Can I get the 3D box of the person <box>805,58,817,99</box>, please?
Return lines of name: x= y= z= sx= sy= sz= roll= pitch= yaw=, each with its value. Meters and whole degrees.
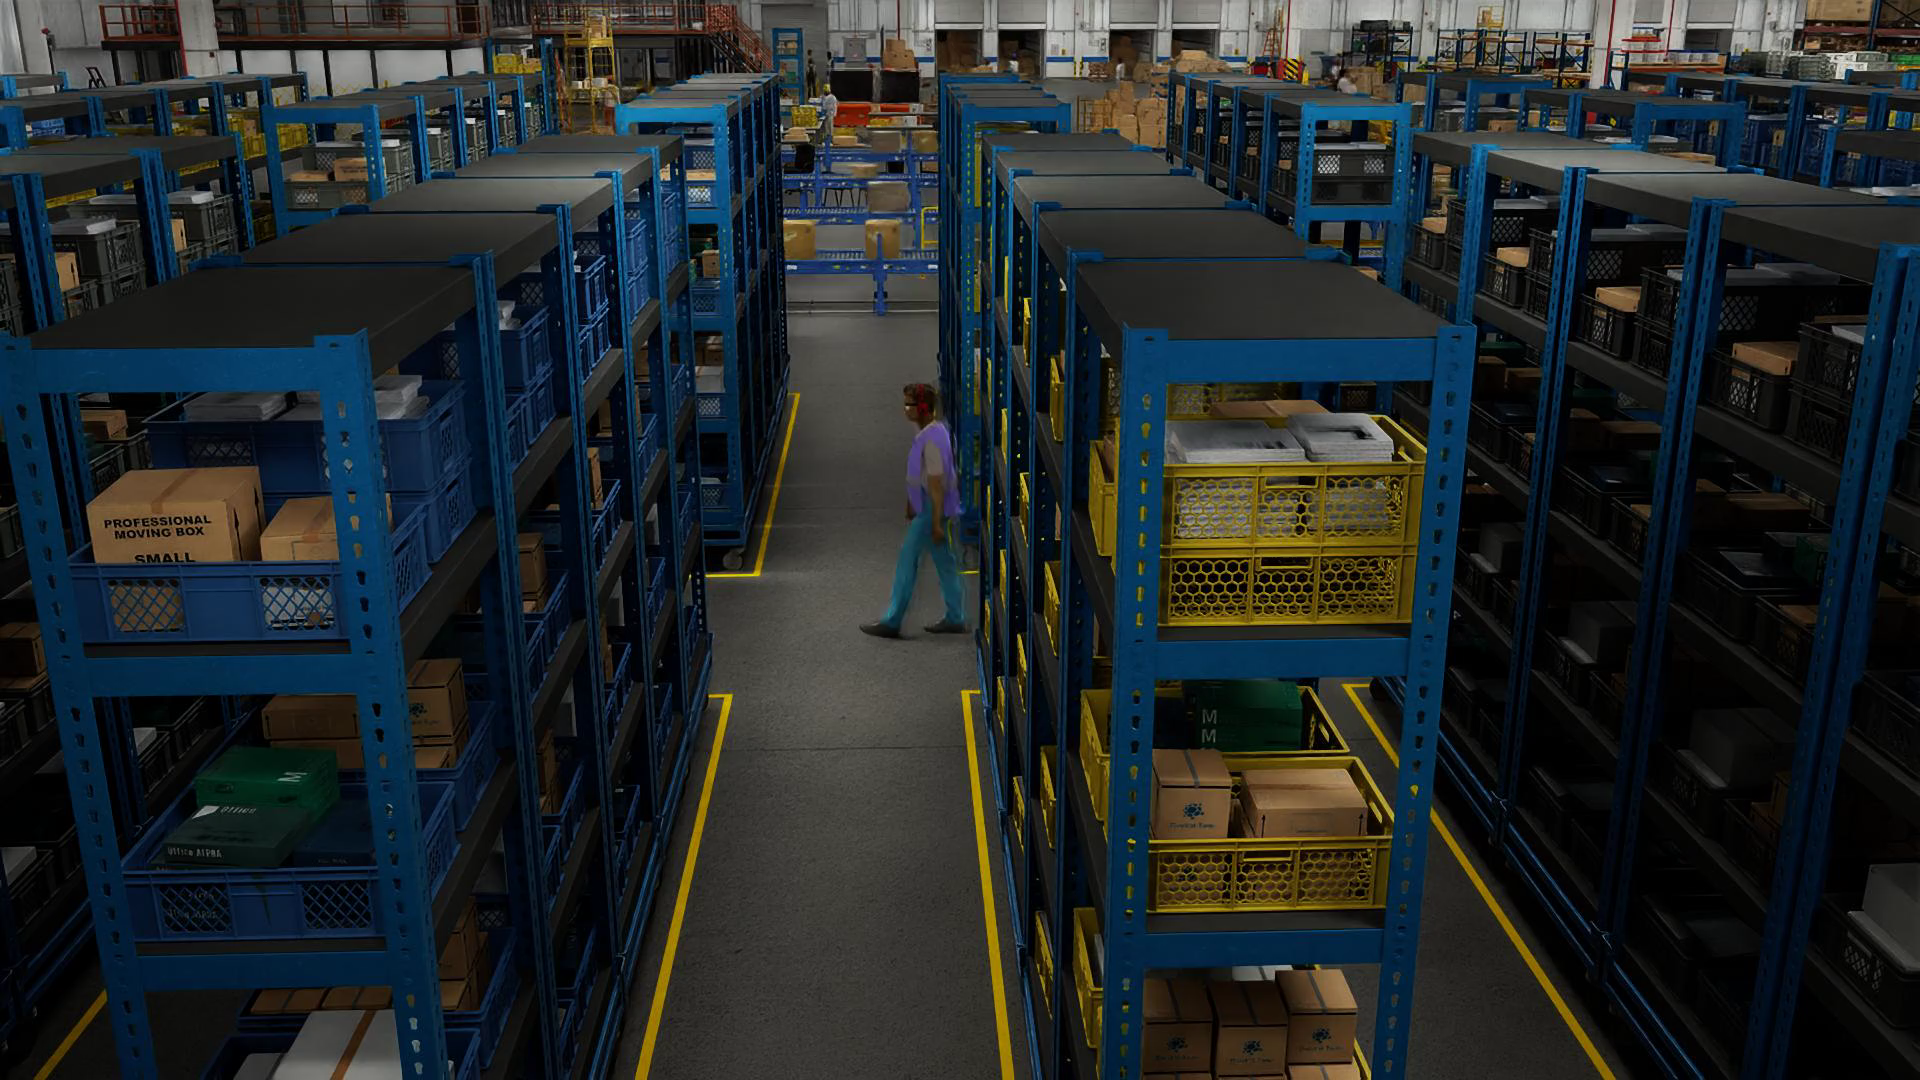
person: x=-6.894 y=-21.344 z=76.974 sx=0.517 sy=1.841 sz=0.324 roll=-4 pitch=18 yaw=-14

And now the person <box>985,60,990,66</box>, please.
person: x=1.224 y=-20.879 z=75.562 sx=0.591 sy=1.835 sz=0.970 roll=12 pitch=21 yaw=32

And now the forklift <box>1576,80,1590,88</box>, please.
forklift: x=29.745 y=-21.938 z=77.152 sx=1.873 sy=2.768 sz=1.129 roll=10 pitch=20 yaw=27

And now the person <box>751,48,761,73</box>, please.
person: x=-11.237 y=-26.150 z=91.748 sx=0.587 sy=1.910 sz=0.396 roll=-7 pitch=19 yaw=-20

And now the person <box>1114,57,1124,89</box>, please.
person: x=7.539 y=-21.928 z=78.750 sx=0.531 sy=1.866 sz=0.595 roll=-11 pitch=21 yaw=-31

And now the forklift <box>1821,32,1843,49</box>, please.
forklift: x=46.003 y=-25.465 z=88.067 sx=1.129 sy=2.768 sz=1.873 roll=-1 pitch=18 yaw=-2

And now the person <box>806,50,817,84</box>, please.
person: x=-8.190 y=-26.029 z=91.483 sx=0.756 sy=1.839 sz=0.554 roll=-11 pitch=21 yaw=-30

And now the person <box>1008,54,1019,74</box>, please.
person: x=2.599 y=-22.918 z=81.721 sx=0.611 sy=1.926 sz=0.816 roll=-11 pitch=21 yaw=-31

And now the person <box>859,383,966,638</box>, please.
person: x=-0.343 y=-0.196 z=11.571 sx=0.858 sy=1.808 sz=0.605 roll=0 pitch=18 yaw=1

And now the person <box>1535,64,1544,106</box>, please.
person: x=24.092 y=-18.867 z=69.287 sx=0.531 sy=1.858 sz=0.324 roll=-10 pitch=20 yaw=-28

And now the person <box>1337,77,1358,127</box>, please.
person: x=13.472 y=-15.034 z=57.425 sx=0.959 sy=1.862 sz=0.663 roll=-3 pitch=18 yaw=-9

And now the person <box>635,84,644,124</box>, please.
person: x=-10.553 y=-14.192 z=55.022 sx=0.384 sy=1.726 sz=0.499 roll=0 pitch=18 yaw=-1

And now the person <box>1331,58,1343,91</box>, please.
person: x=16.515 y=-19.954 z=72.356 sx=0.901 sy=2.000 sz=0.703 roll=11 pitch=21 yaw=30

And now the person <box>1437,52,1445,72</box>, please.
person: x=25.041 y=-24.453 z=86.608 sx=0.430 sy=1.839 sz=0.619 roll=-8 pitch=20 yaw=-24

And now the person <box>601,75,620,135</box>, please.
person: x=-11.764 y=-14.647 z=56.039 sx=0.628 sy=1.984 sz=0.426 roll=0 pitch=18 yaw=0

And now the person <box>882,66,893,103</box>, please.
person: x=-2.786 y=-17.785 z=65.872 sx=0.931 sy=1.896 sz=0.560 roll=4 pitch=18 yaw=12

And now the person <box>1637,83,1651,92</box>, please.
person: x=24.966 y=-16.022 z=60.849 sx=0.507 sy=1.629 sz=0.316 roll=0 pitch=18 yaw=1

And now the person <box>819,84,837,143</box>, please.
person: x=-4.216 y=-13.523 z=52.789 sx=0.600 sy=1.829 sz=0.404 roll=2 pitch=18 yaw=6

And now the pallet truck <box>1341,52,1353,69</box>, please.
pallet truck: x=18.794 y=-23.123 z=82.231 sx=0.823 sy=1.965 sz=1.885 roll=-13 pitch=22 yaw=-35

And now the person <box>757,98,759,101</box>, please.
person: x=-5.971 y=-12.505 z=49.503 sx=0.561 sy=1.919 sz=0.598 roll=1 pitch=18 yaw=3

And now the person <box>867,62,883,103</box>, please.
person: x=-3.597 y=-19.201 z=70.259 sx=0.762 sy=1.898 sz=0.571 roll=5 pitch=18 yaw=14

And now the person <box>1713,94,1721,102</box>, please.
person: x=22.941 y=-12.684 z=50.484 sx=0.536 sy=1.653 sz=0.891 roll=-11 pitch=21 yaw=-30

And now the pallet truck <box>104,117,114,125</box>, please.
pallet truck: x=-18.367 y=-7.885 z=35.078 sx=1.885 sy=1.965 sz=0.823 roll=1 pitch=18 yaw=2

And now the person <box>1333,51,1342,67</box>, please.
person: x=19.706 y=-24.547 z=86.769 sx=0.608 sy=1.913 sz=0.608 roll=-15 pitch=23 yaw=-39

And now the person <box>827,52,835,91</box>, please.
person: x=-6.592 y=-23.847 z=84.607 sx=0.392 sy=1.915 sz=0.590 roll=-12 pitch=21 yaw=-33

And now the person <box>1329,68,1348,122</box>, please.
person: x=14.212 y=-16.690 z=62.408 sx=0.735 sy=1.938 sz=0.634 roll=13 pitch=22 yaw=35

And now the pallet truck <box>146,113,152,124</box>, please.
pallet truck: x=-18.087 y=-8.309 z=36.390 sx=1.885 sy=1.965 sz=0.823 roll=-1 pitch=18 yaw=-4
